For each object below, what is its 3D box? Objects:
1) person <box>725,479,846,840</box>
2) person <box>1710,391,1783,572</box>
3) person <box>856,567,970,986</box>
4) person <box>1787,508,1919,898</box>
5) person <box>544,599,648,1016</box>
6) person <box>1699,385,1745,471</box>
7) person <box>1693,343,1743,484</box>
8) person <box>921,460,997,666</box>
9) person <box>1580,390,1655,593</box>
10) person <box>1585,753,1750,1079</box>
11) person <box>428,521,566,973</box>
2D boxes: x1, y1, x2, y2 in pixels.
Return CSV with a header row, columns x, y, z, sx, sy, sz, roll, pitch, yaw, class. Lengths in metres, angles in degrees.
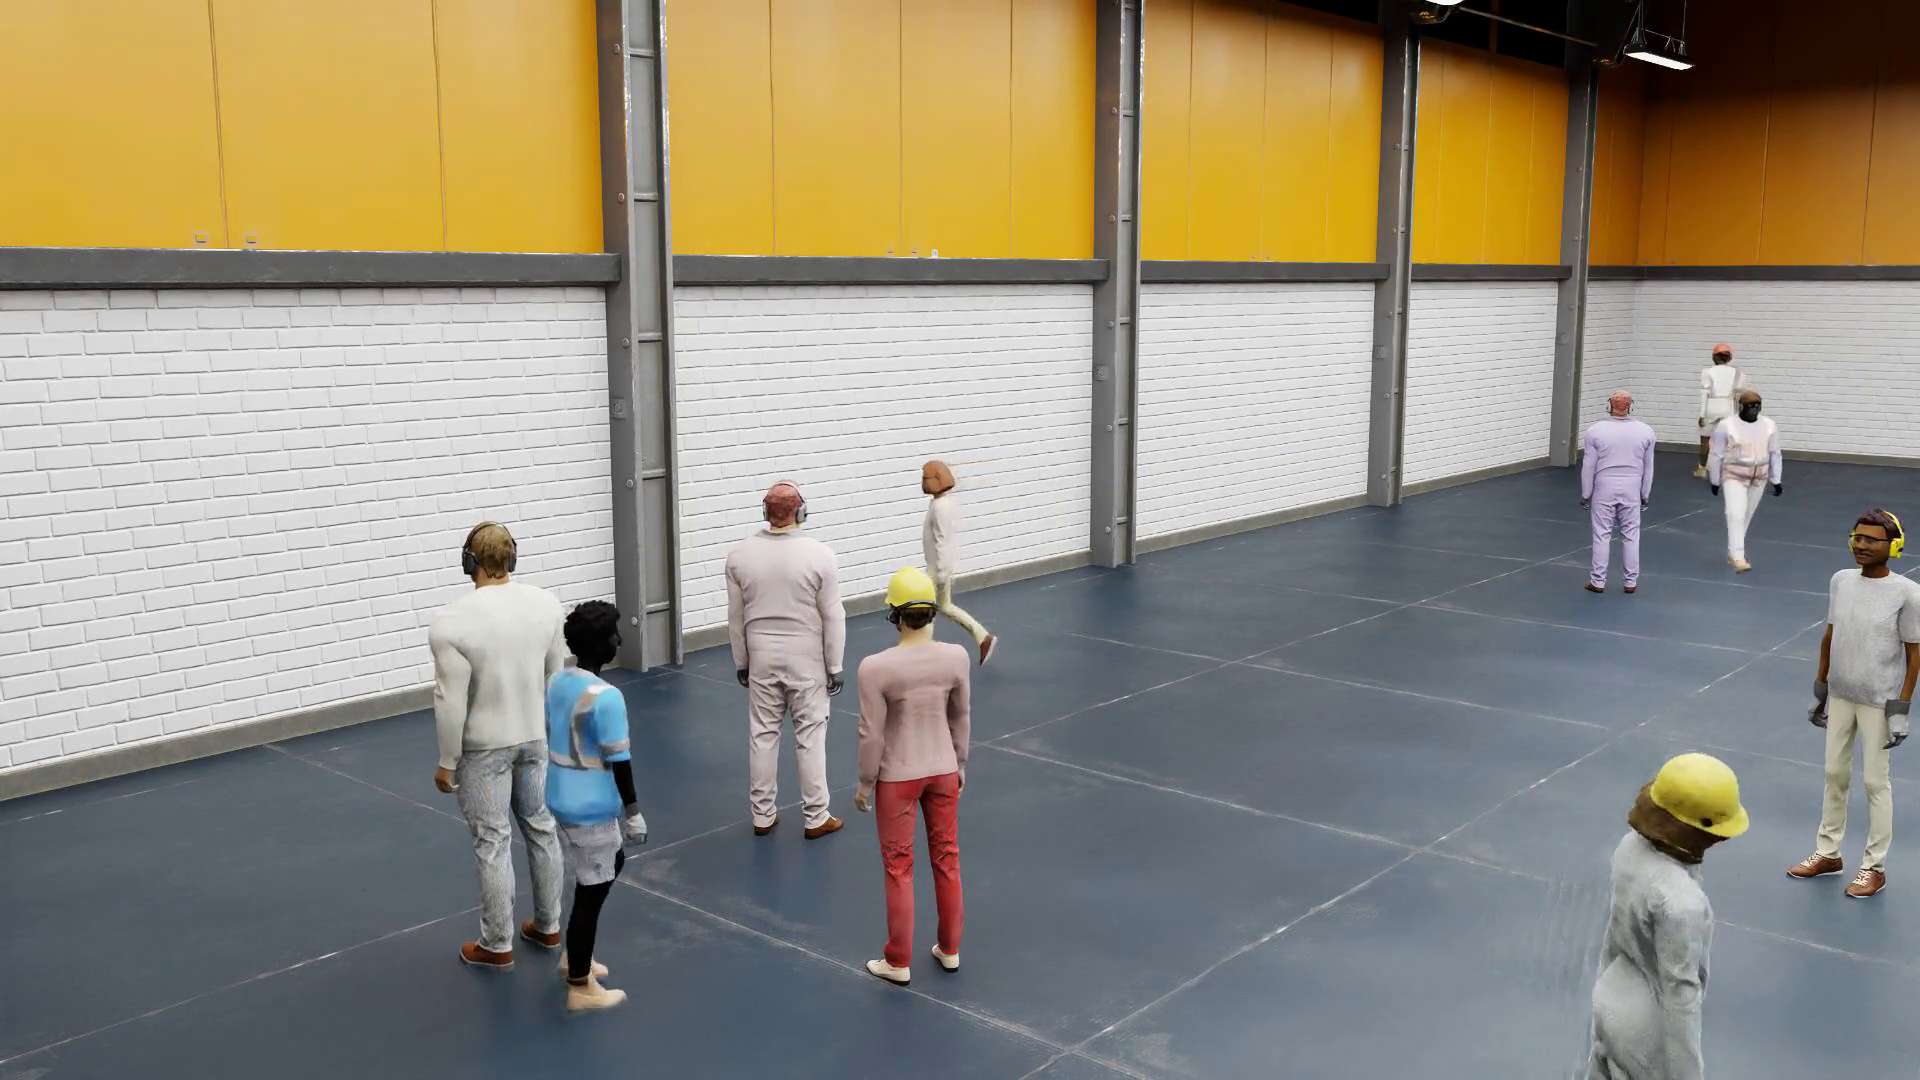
x,y,z,sx,sy,sz,roll,pitch,yaw,class
-0.899,0.632,8.799,0.644,1.913,0.408,2,9,15,person
7.946,-0.576,16.712,0.632,1.806,0.887,0,9,-2,person
-0.199,0.989,7.010,0.522,1.769,0.312,-5,10,-29,person
4.338,0.774,8.020,0.328,1.877,0.513,-5,10,-27,person
-1.479,1.079,6.718,0.397,1.687,0.547,-6,11,-32,person
11.455,-1.778,24.902,0.514,1.594,0.857,0,9,-3,person
10.910,-1.830,23.973,0.624,1.995,0.909,0,9,2,person
-0.104,0.198,12.459,0.711,1.607,0.509,0,9,3,person
6.137,-0.447,15.588,0.642,1.909,0.399,1,9,7,person
1.946,1.381,4.774,0.359,1.694,0.687,0,9,0,person
-1.971,0.882,7.140,0.374,1.939,0.629,8,12,42,person
